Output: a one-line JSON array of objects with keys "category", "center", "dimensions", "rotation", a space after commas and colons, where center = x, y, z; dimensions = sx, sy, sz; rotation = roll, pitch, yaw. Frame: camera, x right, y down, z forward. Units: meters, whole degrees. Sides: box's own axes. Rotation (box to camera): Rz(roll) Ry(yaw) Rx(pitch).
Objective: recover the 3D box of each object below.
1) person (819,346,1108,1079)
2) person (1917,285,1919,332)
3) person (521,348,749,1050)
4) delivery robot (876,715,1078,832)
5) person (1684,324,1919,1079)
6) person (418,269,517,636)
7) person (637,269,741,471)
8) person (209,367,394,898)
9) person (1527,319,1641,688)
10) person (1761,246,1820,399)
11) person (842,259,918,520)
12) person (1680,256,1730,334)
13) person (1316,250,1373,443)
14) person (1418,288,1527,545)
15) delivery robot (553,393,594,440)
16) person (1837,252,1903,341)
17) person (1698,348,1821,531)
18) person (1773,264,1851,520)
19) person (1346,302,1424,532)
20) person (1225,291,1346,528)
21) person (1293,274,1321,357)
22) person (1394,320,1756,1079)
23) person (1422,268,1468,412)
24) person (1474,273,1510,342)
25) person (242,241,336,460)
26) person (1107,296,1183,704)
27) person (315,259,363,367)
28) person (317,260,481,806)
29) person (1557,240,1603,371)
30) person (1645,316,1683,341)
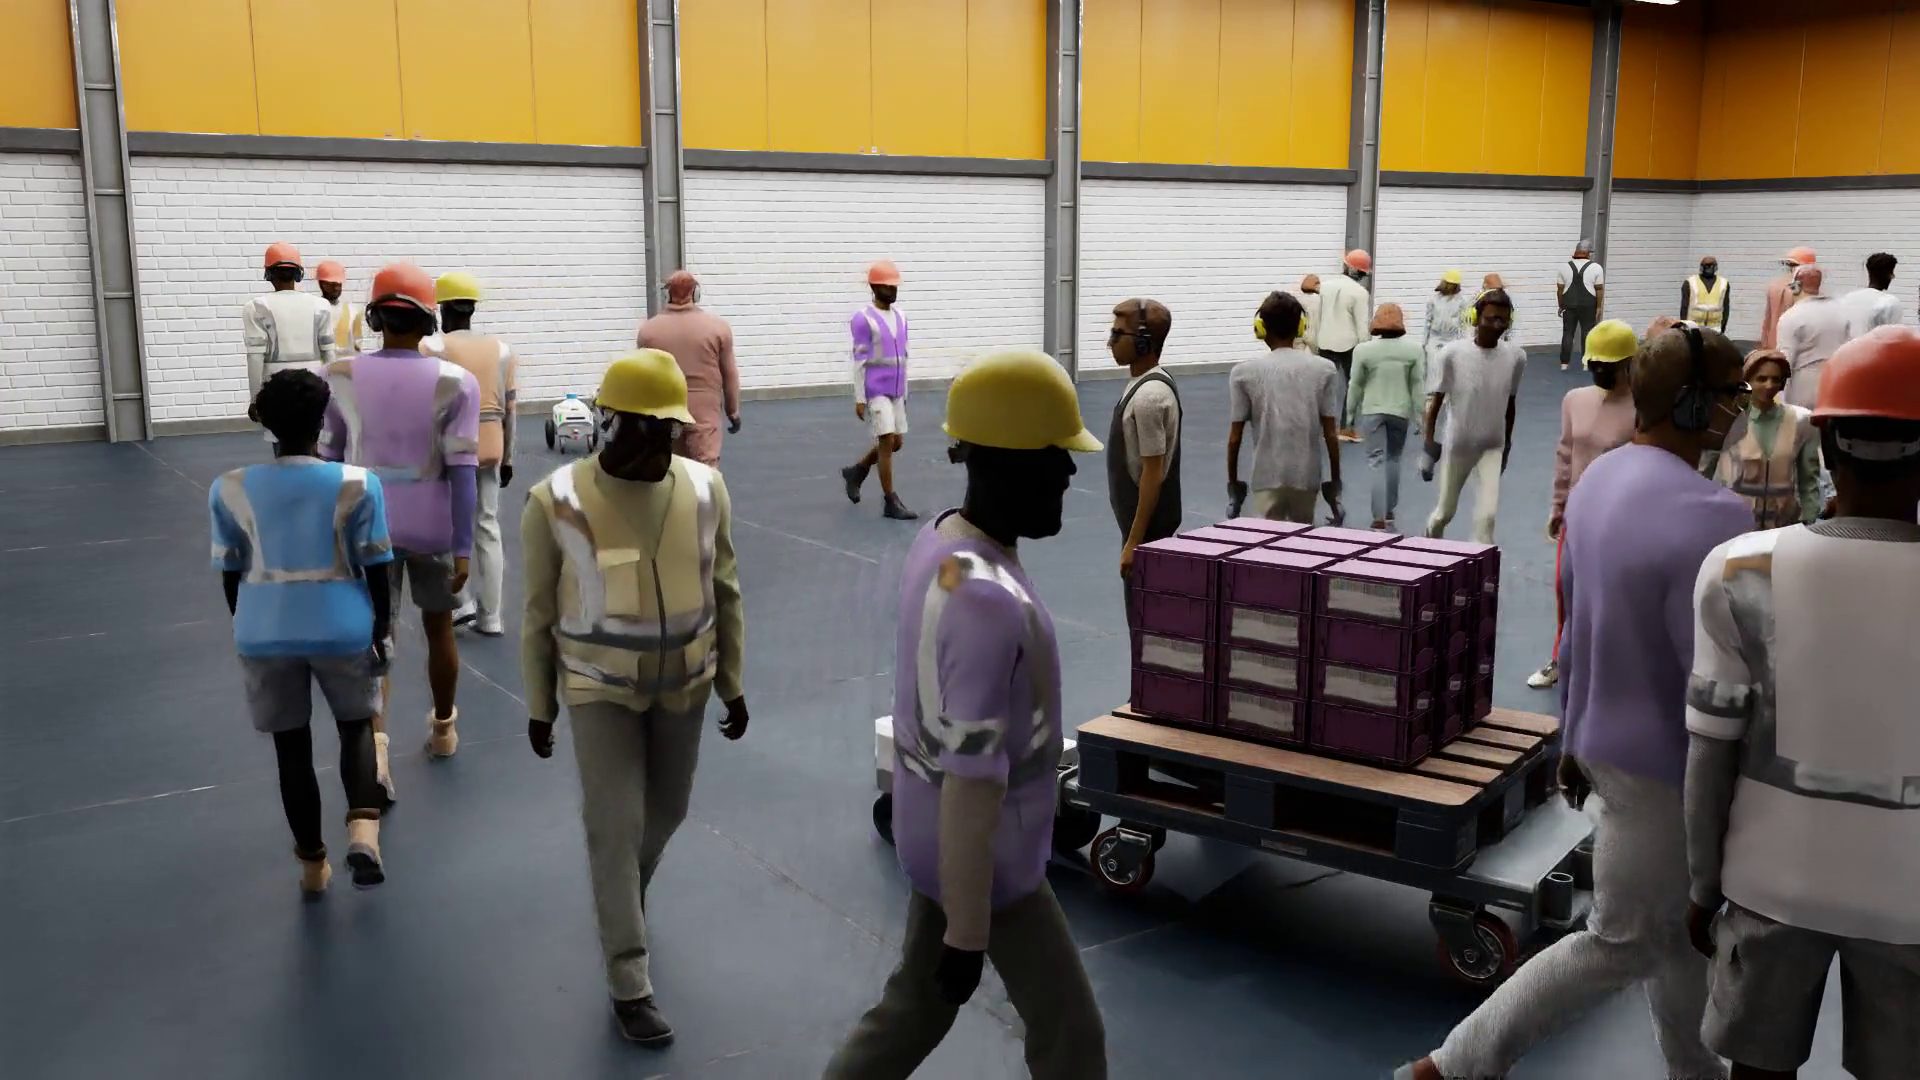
[{"category": "person", "center": [0.001, 0.570, 3.186], "dimensions": [0.949, 1.890, 0.603], "rotation": [-2, 10, -9]}, {"category": "person", "center": [15.264, -3.544, 26.151], "dimensions": [0.562, 1.720, 0.475], "rotation": [-3, 11, -14]}, {"category": "person", "center": [-0.905, 0.366, 4.561], "dimensions": [0.594, 1.801, 0.839], "rotation": [-6, 12, -30]}, {"category": "delivery robot", "center": [0.046, 0.741, 5.627], "dimensions": [0.707, 0.478, 0.477], "rotation": [9, 14, 41]}, {"category": "person", "center": [1.532, 0.600, 2.882], "dimensions": [0.543, 1.933, 0.364], "rotation": [7, 12, 32]}, {"category": "person", "center": [-2.596, -0.445, 8.673], "dimensions": [0.607, 1.905, 0.514], "rotation": [-10, 14, -44]}, {"category": "person", "center": [-1.802, -0.856, 11.041], "dimensions": [0.640, 1.870, 0.920], "rotation": [1, 10, 5]}, {"category": "person", "center": [-2.024, 0.311, 5.165], "dimensions": [0.531, 1.679, 0.422], "rotation": [-3, 11, -18]}, {"category": "person", "center": [2.809, -0.094, 7.266], "dimensions": [0.507, 1.725, 0.731], "rotation": [-6, 12, -31]}, {"category": "person", "center": [8.332, -1.938, 16.660], "dimensions": [0.424, 1.981, 0.613], "rotation": [-2, 11, -13]}, {"category": "person", "center": [-0.623, -1.124, 12.389], "dimensions": [0.757, 1.918, 0.549], "rotation": [9, 14, 40]}, {"category": "person", "center": [10.159, -2.967, 22.736], "dimensions": [0.631, 1.826, 0.604], "rotation": [2, 11, 12]}, {"category": "person", "center": [3.851, -1.952, 16.851], "dimensions": [0.406, 1.950, 0.664], "rotation": [-10, 14, -44]}, {"category": "person", "center": [2.874, -0.534, 9.461], "dimensions": [0.547, 1.816, 0.931], "rotation": [0, 10, 3]}, {"category": "delivery robot", "center": [-3.784, -1.196, 16.248], "dimensions": [0.477, 0.478, 0.707], "rotation": [-3, 11, -17]}, {"category": "person", "center": [8.069, -1.547, 14.625], "dimensions": [0.802, 1.934, 0.626], "rotation": [-3, 11, -17]}, {"category": "person", "center": [3.502, -0.062, 7.407], "dimensions": [0.506, 1.602, 0.817], "rotation": [1, 10, 5]}, {"category": "person", "center": [6.142, -1.038, 11.999], "dimensions": [0.680, 1.878, 0.537], "rotation": [-3, 11, -18]}, {"category": "person", "center": [3.019, -0.891, 11.905], "dimensions": [0.524, 1.608, 0.670], "rotation": [0, 10, 2]}, {"category": "person", "center": [1.509, -0.233, 7.747], "dimensions": [0.531, 1.822, 0.741], "rotation": [0, 10, 1]}, {"category": "person", "center": [4.407, -2.528, 20.910], "dimensions": [0.502, 1.613, 0.620], "rotation": [7, 13, 35]}, {"category": "person", "center": [1.448, 0.477, 3.629], "dimensions": [0.927, 1.911, 0.638], "rotation": [0, 10, 1]}, {"category": "person", "center": [5.793, -2.394, 19.898], "dimensions": [0.508, 1.717, 0.616], "rotation": [3, 11, 16]}, {"category": "person", "center": [6.737, -2.565, 21.065], "dimensions": [0.531, 1.618, 0.373], "rotation": [-5, 12, -26]}, {"category": "person", "center": [-4.632, -1.032, 11.520], "dimensions": [0.615, 2.043, 0.373], "rotation": [-9, 14, -42]}, {"category": "person", "center": [0.713, -0.046, 6.661], "dimensions": [0.345, 1.847, 0.508], "rotation": [1, 10, 5]}, {"category": "person", "center": [-5.157, -1.342, 13.603], "dimensions": [0.556, 1.910, 0.832], "rotation": [-7, 12, -32]}, {"category": "person", "center": [-2.086, -0.039, 6.225], "dimensions": [0.604, 2.008, 1.021], "rotation": [-2, 11, -13]}, {"category": "person", "center": [9.697, -3.669, 25.987], "dimensions": [0.688, 2.000, 0.536], "rotation": [7, 12, 33]}, {"category": "person", "center": [4.130, -0.507, 9.817], "dimensions": [0.544, 1.601, 0.818], "rotation": [9, 13, 39]}]
